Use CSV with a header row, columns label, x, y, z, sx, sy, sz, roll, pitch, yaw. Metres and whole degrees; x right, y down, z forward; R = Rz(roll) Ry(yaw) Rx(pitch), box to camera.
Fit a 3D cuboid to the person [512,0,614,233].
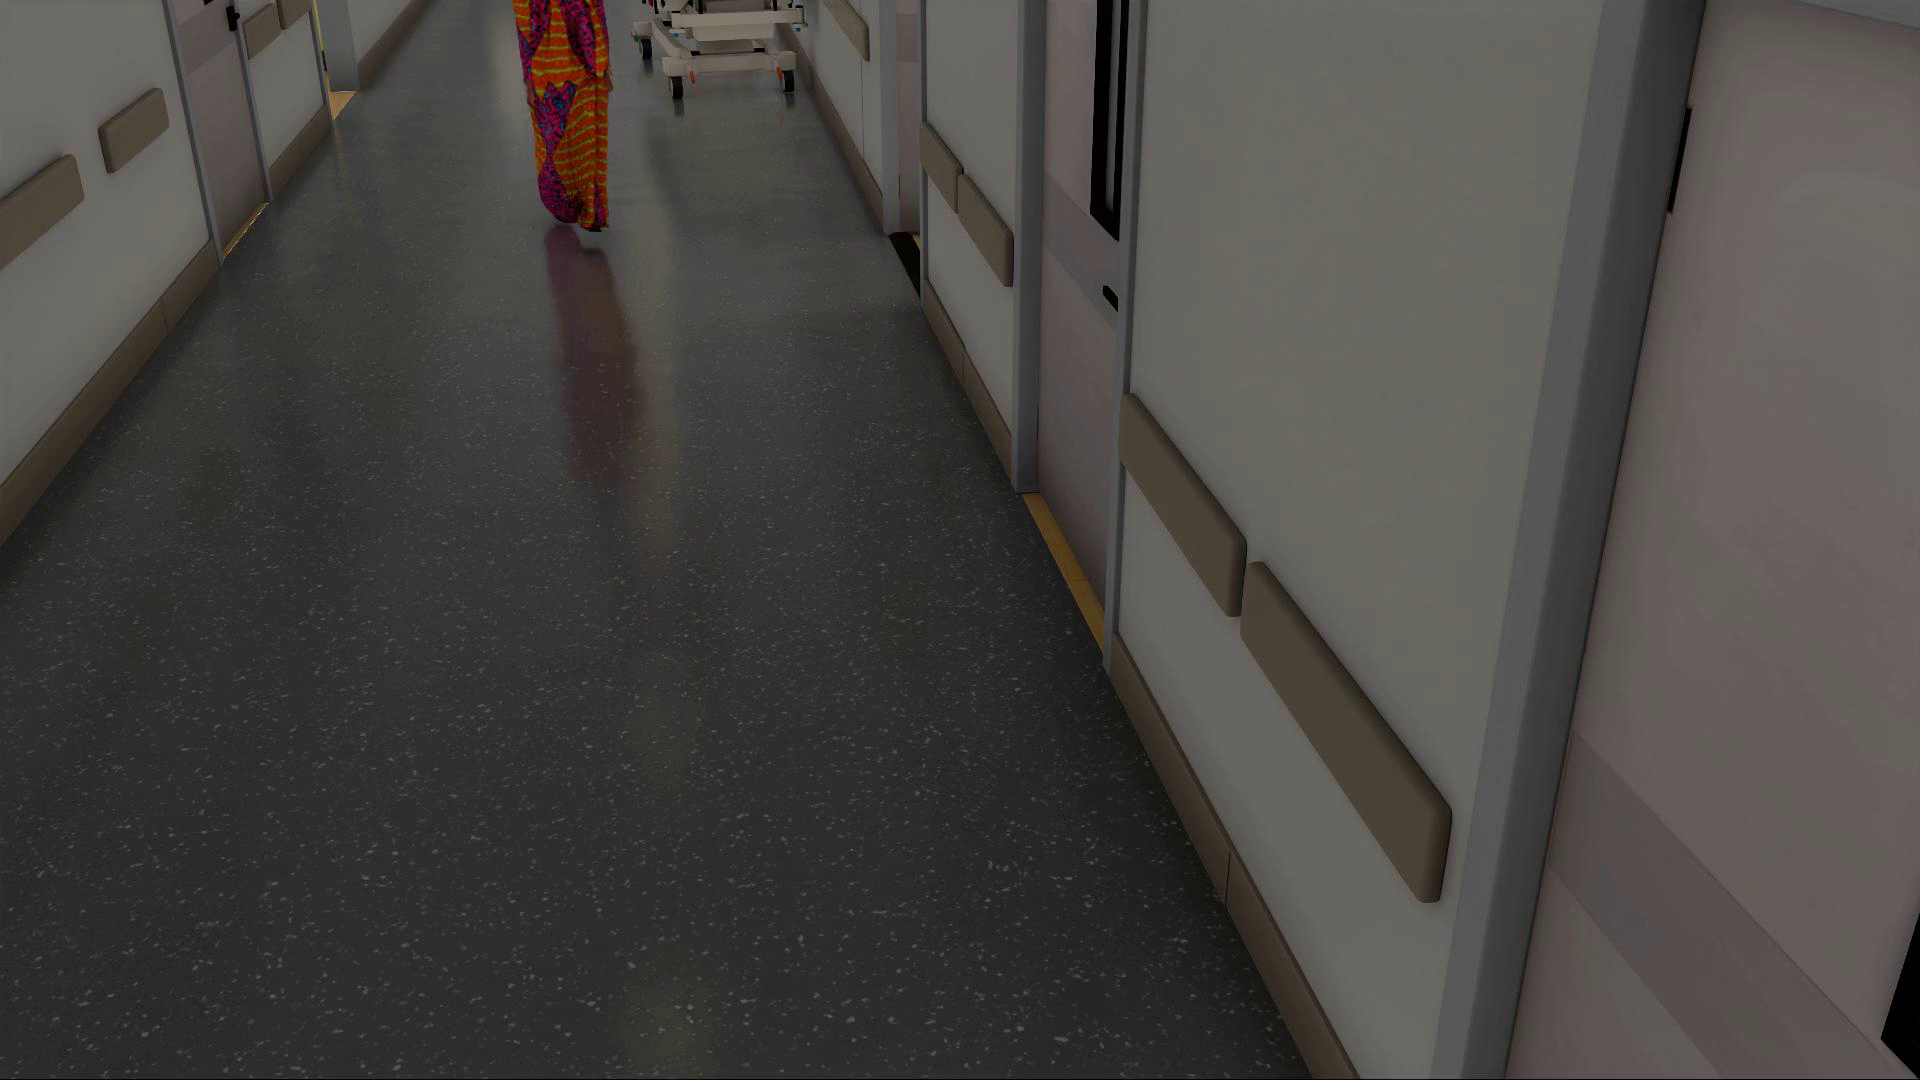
label,x,y,z,sx,sy,sz,roll,pitch,yaw
person,-2.072,-2.428,8.786,1.171,1.653,0.842,-9,27,-18
